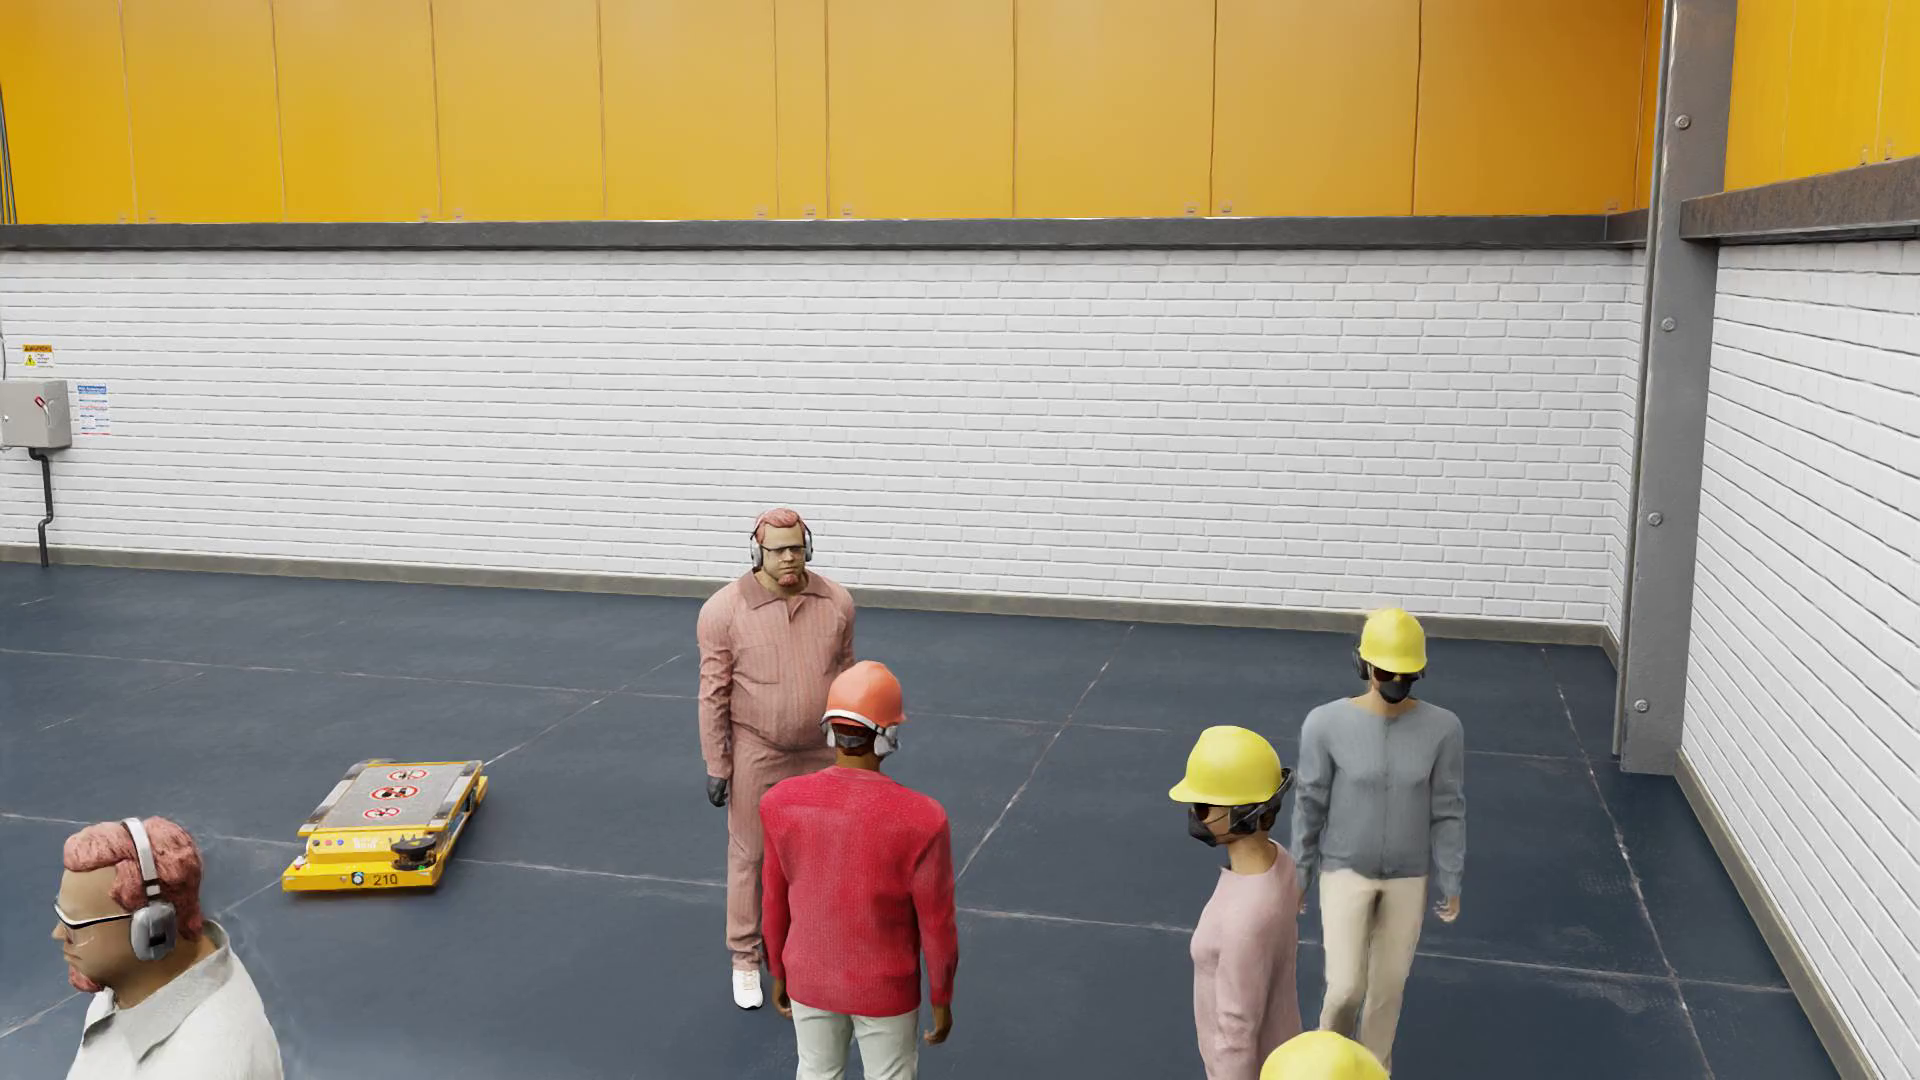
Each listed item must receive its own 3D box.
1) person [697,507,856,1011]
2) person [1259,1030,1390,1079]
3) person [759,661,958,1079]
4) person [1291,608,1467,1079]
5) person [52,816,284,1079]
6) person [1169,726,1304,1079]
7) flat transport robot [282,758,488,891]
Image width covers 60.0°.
[{"bbox_3d":[-0.663,0.819,6.348,0.655,1.906,0.407,-5,11,-27],"label":"person"},{"bbox_3d":[0.507,1.552,2.440,0.523,1.769,0.314,-2,10,-11],"label":"person"},{"bbox_3d":[-0.272,1.195,4.619,0.574,1.742,0.355,3,10,19],"label":"person"},{"bbox_3d":[1.337,1.069,5.305,0.547,1.750,0.363,-1,10,-4],"label":"person"},{"bbox_3d":[-1.373,1.390,3.069,0.819,1.879,0.645,-5,11,-29],"label":"person"},{"bbox_3d":[0.660,1.298,3.970,0.344,1.762,0.527,3,10,17],"label":"person"},{"bbox_3d":[-2.747,1.342,8.070,0.652,0.197,1.431,-1,10,-6],"label":"flat transport robot"}]
